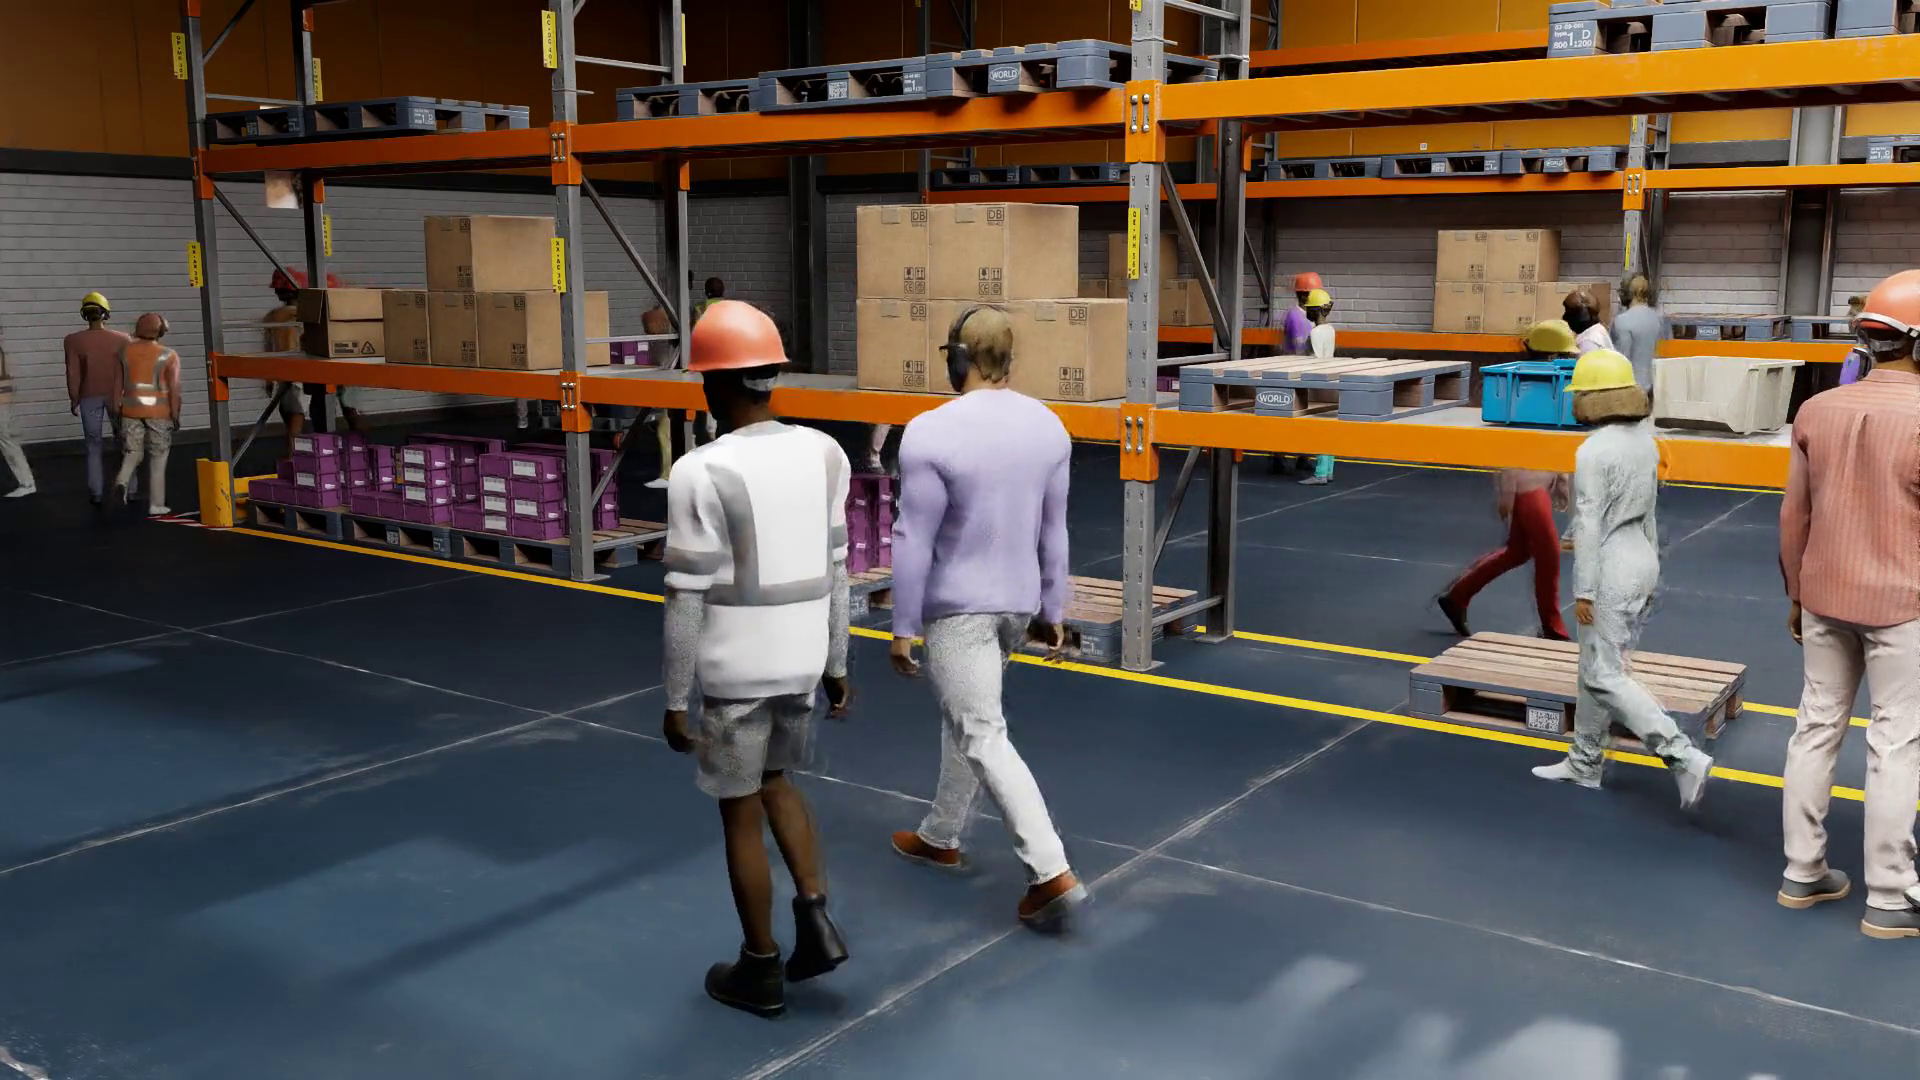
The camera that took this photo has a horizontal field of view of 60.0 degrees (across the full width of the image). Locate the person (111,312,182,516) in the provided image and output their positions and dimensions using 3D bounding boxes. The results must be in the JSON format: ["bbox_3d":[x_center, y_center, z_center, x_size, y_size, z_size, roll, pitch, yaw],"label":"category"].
[{"bbox_3d":[-6.402,-0.967,13.034,0.553,1.615,0.545,0,10,-1],"label":"person"}]

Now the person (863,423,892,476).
[{"bbox_3d":[-0.440,-1.502,15.297,1.054,1.928,0.624,4,10,21],"label":"person"}]

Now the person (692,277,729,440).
[{"bbox_3d":[-2.756,-2.051,18.850,0.634,1.839,0.429,-6,11,-31],"label":"person"}]

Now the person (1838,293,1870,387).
[{"bbox_3d":[5.983,-0.703,10.896,0.796,1.821,0.576,2,10,10],"label":"person"}]

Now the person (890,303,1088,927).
[{"bbox_3d":[0.092,0.216,5.183,0.639,1.903,0.968,-8,13,-40],"label":"person"}]

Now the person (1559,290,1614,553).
[{"bbox_3d":[4.315,-0.806,11.485,0.477,1.825,0.626,3,10,18],"label":"person"}]

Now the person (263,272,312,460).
[{"bbox_3d":[-6.138,-1.529,15.535,0.543,1.903,0.763,3,10,15],"label":"person"}]

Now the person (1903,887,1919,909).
[{"bbox_3d":[3.279,0.313,4.702,0.959,1.855,0.645,2,10,10],"label":"person"}]

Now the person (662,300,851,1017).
[{"bbox_3d":[-0.557,0.329,4.438,0.402,1.918,0.565,9,13,44],"label":"person"}]

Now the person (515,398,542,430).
[{"bbox_3d":[-5.126,-2.265,19.937,0.643,1.905,0.399,3,10,17],"label":"person"}]

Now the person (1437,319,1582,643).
[{"bbox_3d":[2.913,-0.284,8.637,0.838,1.733,0.527,7,12,37],"label":"person"}]

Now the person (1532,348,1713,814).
[{"bbox_3d":[2.482,0.153,6.123,0.516,1.712,0.706,-8,12,-40],"label":"person"}]

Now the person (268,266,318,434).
[{"bbox_3d":[-6.387,-1.641,16.023,0.707,1.956,0.658,-4,10,-24],"label":"person"}]

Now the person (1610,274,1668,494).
[{"bbox_3d":[5.751,-1.293,14.116,0.633,1.919,0.738,-8,12,-40],"label":"person"}]

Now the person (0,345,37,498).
[{"bbox_3d":[-8.258,-1.138,14.080,0.707,1.602,0.540,-7,12,-37],"label":"person"}]

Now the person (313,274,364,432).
[{"bbox_3d":[-5.956,-1.558,15.729,0.702,1.895,0.612,-1,10,-7],"label":"person"}]

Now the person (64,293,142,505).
[{"bbox_3d":[-7.136,-1.171,13.858,0.524,1.760,0.327,-4,10,-23],"label":"person"}]

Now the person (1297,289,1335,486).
[{"bbox_3d":[3.222,-1.373,15.036,0.327,1.767,0.533,5,11,27],"label":"person"}]

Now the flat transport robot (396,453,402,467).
[{"bbox_3d":[-5.146,-0.638,15.098,0.652,0.197,1.431,-3,10,-18],"label":"flat transport robot"}]

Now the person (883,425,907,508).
[{"bbox_3d":[-0.363,-1.175,13.430,0.443,1.903,0.618,4,10,22],"label":"person"}]

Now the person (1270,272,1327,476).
[{"bbox_3d":[3.217,-1.533,15.546,0.652,1.917,0.555,6,11,32],"label":"person"}]

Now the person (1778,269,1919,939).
[{"bbox_3d":[2.781,0.190,5.040,0.393,1.995,0.612,-5,11,-25],"label":"person"}]

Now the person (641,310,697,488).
[{"bbox_3d":[-2.597,-1.247,14.802,0.699,1.577,0.517,-6,11,-30],"label":"person"}]

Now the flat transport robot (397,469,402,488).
[{"bbox_3d":[-4.559,-0.489,14.213,1.431,0.197,0.652,-3,10,-18],"label":"flat transport robot"}]

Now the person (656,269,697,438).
[{"bbox_3d":[-3.164,-2.106,18.846,0.410,1.950,0.644,5,11,29],"label":"person"}]
